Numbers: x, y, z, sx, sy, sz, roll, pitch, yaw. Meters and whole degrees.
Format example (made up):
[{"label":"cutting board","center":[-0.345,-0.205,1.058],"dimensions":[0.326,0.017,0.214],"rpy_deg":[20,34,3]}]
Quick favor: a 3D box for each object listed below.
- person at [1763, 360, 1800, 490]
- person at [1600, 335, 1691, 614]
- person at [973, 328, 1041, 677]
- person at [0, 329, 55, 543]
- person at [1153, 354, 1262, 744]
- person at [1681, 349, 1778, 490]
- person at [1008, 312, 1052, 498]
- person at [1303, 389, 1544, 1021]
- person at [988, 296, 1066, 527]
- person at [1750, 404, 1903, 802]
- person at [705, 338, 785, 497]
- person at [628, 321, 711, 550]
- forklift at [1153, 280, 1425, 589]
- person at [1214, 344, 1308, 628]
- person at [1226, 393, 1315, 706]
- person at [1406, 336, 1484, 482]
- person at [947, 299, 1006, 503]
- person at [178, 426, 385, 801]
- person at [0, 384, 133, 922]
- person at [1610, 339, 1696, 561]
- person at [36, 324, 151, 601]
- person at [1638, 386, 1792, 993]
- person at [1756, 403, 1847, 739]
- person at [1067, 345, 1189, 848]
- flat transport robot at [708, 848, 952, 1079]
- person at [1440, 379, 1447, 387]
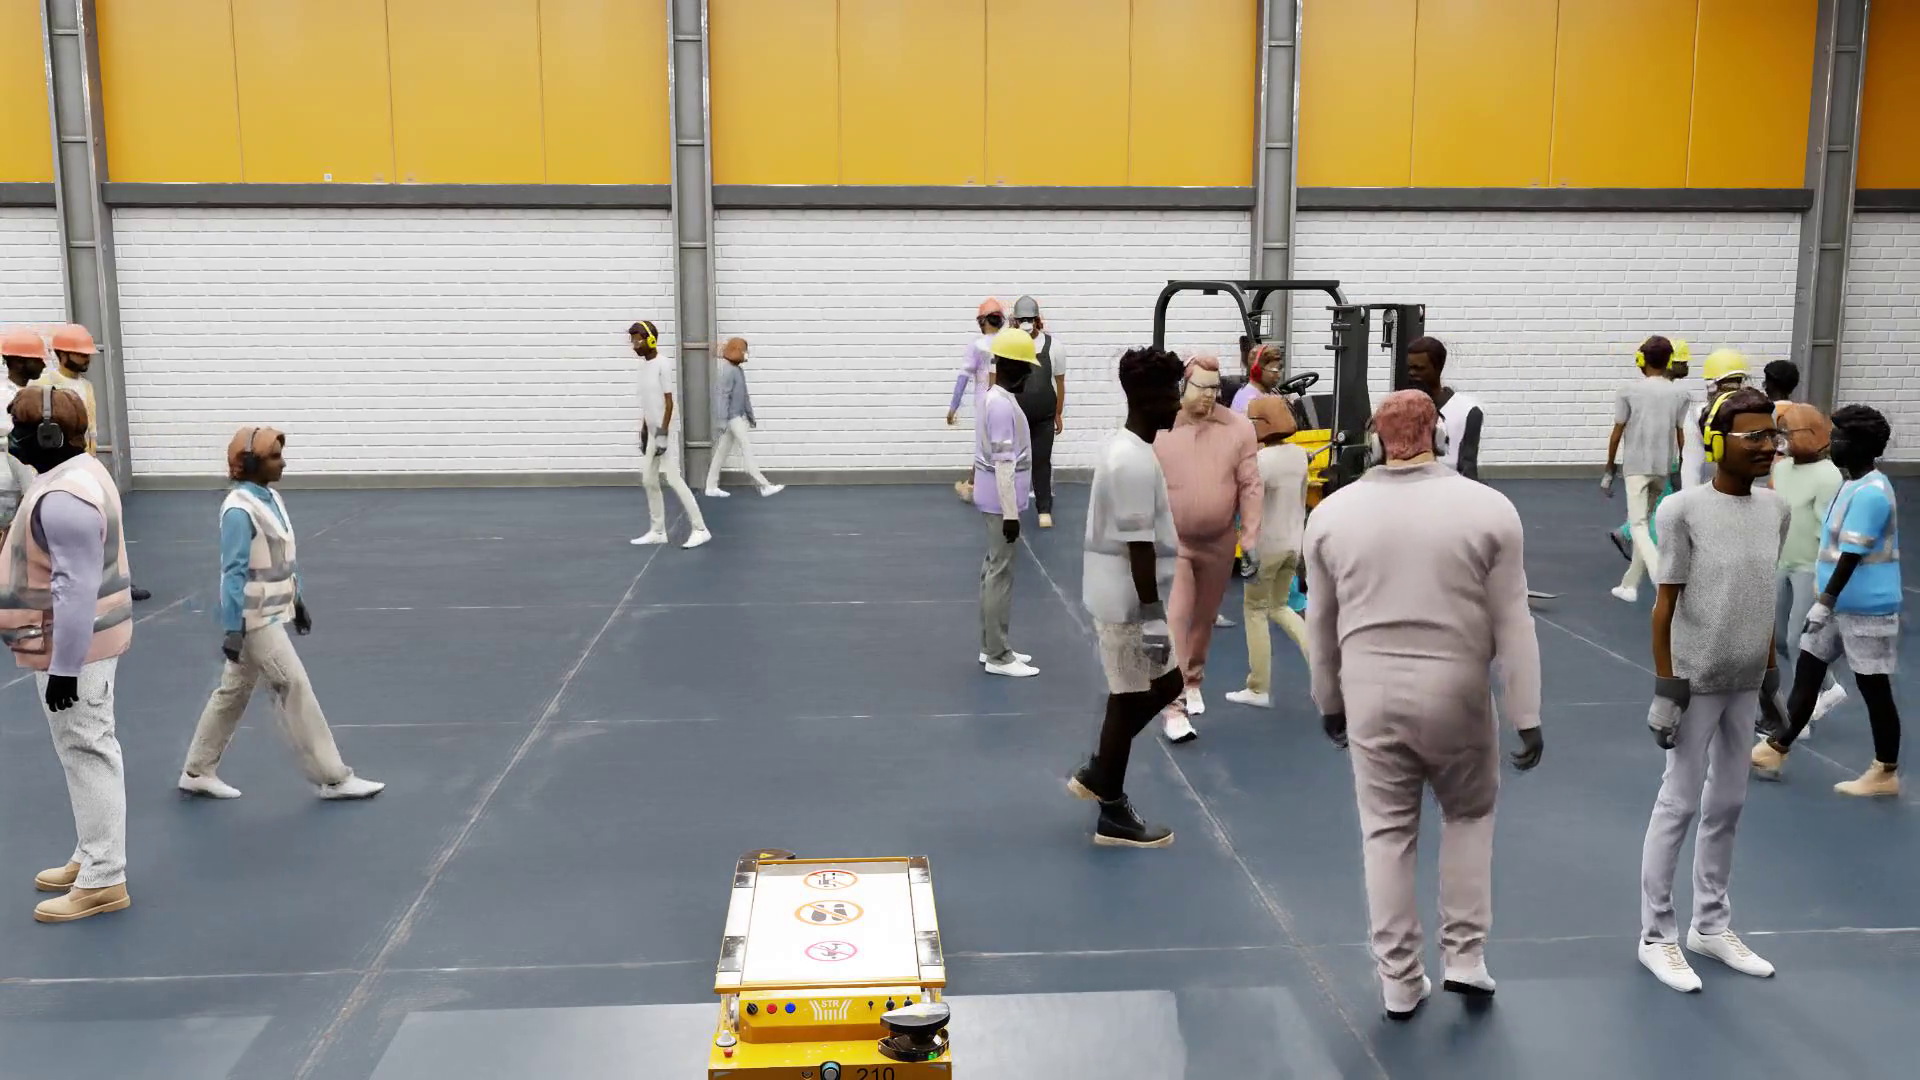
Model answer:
[{"label":"person","center":[5.431,-0.379,11.137],"dimensions":[0.539,1.646,0.841],"rpy_deg":[-2,9,-14]},{"label":"person","center":[4.563,-0.434,10.974],"dimensions":[0.504,1.828,0.911],"rpy_deg":[-1,9,-5]},{"label":"person","center":[0.262,-0.210,9.247],"dimensions":[0.372,1.922,0.585],"rpy_deg":[-1,9,-4]},{"label":"person","center":[-6.017,-0.395,10.605],"dimensions":[1.051,1.878,0.576],"rpy_deg":[-3,9,-18]},{"label":"person","center":[1.140,0.020,8.082],"dimensions":[0.622,1.840,0.999],"rpy_deg":[-1,9,-7]},{"label":"person","center":[4.566,-0.238,9.873],"dimensions":[0.589,1.790,0.945],"rpy_deg":[0,9,2]},{"label":"person","center":[0.585,-1.334,16.495],"dimensions":[0.768,1.869,0.681],"rpy_deg":[3,10,20]},{"label":"person","center":[1.386,0.493,4.989],"dimensions":[0.726,1.871,0.504],"rpy_deg":[4,10,25]},{"label":"person","center":[0.585,-1.122,14.602],"dimensions":[0.687,2.000,0.538],"rpy_deg":[0,9,2]},{"label":"person","center":[3.659,0.267,7.039],"dimensions":[0.768,1.663,0.544],"rpy_deg":[3,10,18]},{"label":"person","center":[-2.173,-1.209,16.538],"dimensions":[0.843,1.581,0.522],"rpy_deg":[1,9,5]},{"label":"person","center":[-2.382,-0.852,13.521],"dimensions":[0.535,1.848,0.740],"rpy_deg":[-6,11,-35]},{"label":"forklift","center":[2.301,-0.860,12.475],"dimensions":[1.214,2.155,2.313],"rpy_deg":[-6,11,-35]},{"label":"person","center":[1.887,-0.313,10.309],"dimensions":[0.991,1.782,0.574],"rpy_deg":[2,9,12]},{"label":"person","center":[1.634,0.068,8.447],"dimensions":[0.511,1.618,0.487],"rpy_deg":[-8,12,-42]},{"label":"person","center":[2.529,-0.141,8.887],"dimensions":[0.644,1.896,0.601],"rpy_deg":[-7,12,-39]},{"label":"person","center":[0.236,-1.280,15.805],"dimensions":[0.747,1.972,1.058],"rpy_deg":[-7,11,-37]},{"label":"person","center":[-2.913,0.319,6.947],"dimensions":[0.856,1.592,0.532],"rpy_deg":[-1,9,-9]},{"label":"person","center":[-3.102,0.383,5.778],"dimensions":[0.429,1.844,0.627],"rpy_deg":[-4,10,-26]},{"label":"person","center":[5.154,-0.612,12.305],"dimensions":[0.494,1.753,0.530],"rpy_deg":[5,11,31]},{"label":"person","center":[-6.034,-0.512,11.216],"dimensions":[0.920,1.894,0.534],"rpy_deg":[2,9,9]},{"label":"person","center":[2.378,0.460,5.195],"dimensions":[0.514,1.876,0.328],"rpy_deg":[-4,10,-22]},{"label":"person","center":[4.041,0.153,7.920],"dimensions":[0.421,1.614,0.537],"rpy_deg":[-1,9,-6]},{"label":"person","center":[0.681,0.232,6.397],"dimensions":[0.417,1.951,0.625],"rpy_deg":[1,9,7]},{"label":"flat transport robot","center":[-0.394,1.269,5.127],"dimensions":[0.652,0.197,1.431],"rpy_deg":[-1,9,-4]},{"label":"person","center":[3.523,-0.712,12.992],"dimensions":[0.515,1.723,0.845],"rpy_deg":[-6,11,-34]}]
